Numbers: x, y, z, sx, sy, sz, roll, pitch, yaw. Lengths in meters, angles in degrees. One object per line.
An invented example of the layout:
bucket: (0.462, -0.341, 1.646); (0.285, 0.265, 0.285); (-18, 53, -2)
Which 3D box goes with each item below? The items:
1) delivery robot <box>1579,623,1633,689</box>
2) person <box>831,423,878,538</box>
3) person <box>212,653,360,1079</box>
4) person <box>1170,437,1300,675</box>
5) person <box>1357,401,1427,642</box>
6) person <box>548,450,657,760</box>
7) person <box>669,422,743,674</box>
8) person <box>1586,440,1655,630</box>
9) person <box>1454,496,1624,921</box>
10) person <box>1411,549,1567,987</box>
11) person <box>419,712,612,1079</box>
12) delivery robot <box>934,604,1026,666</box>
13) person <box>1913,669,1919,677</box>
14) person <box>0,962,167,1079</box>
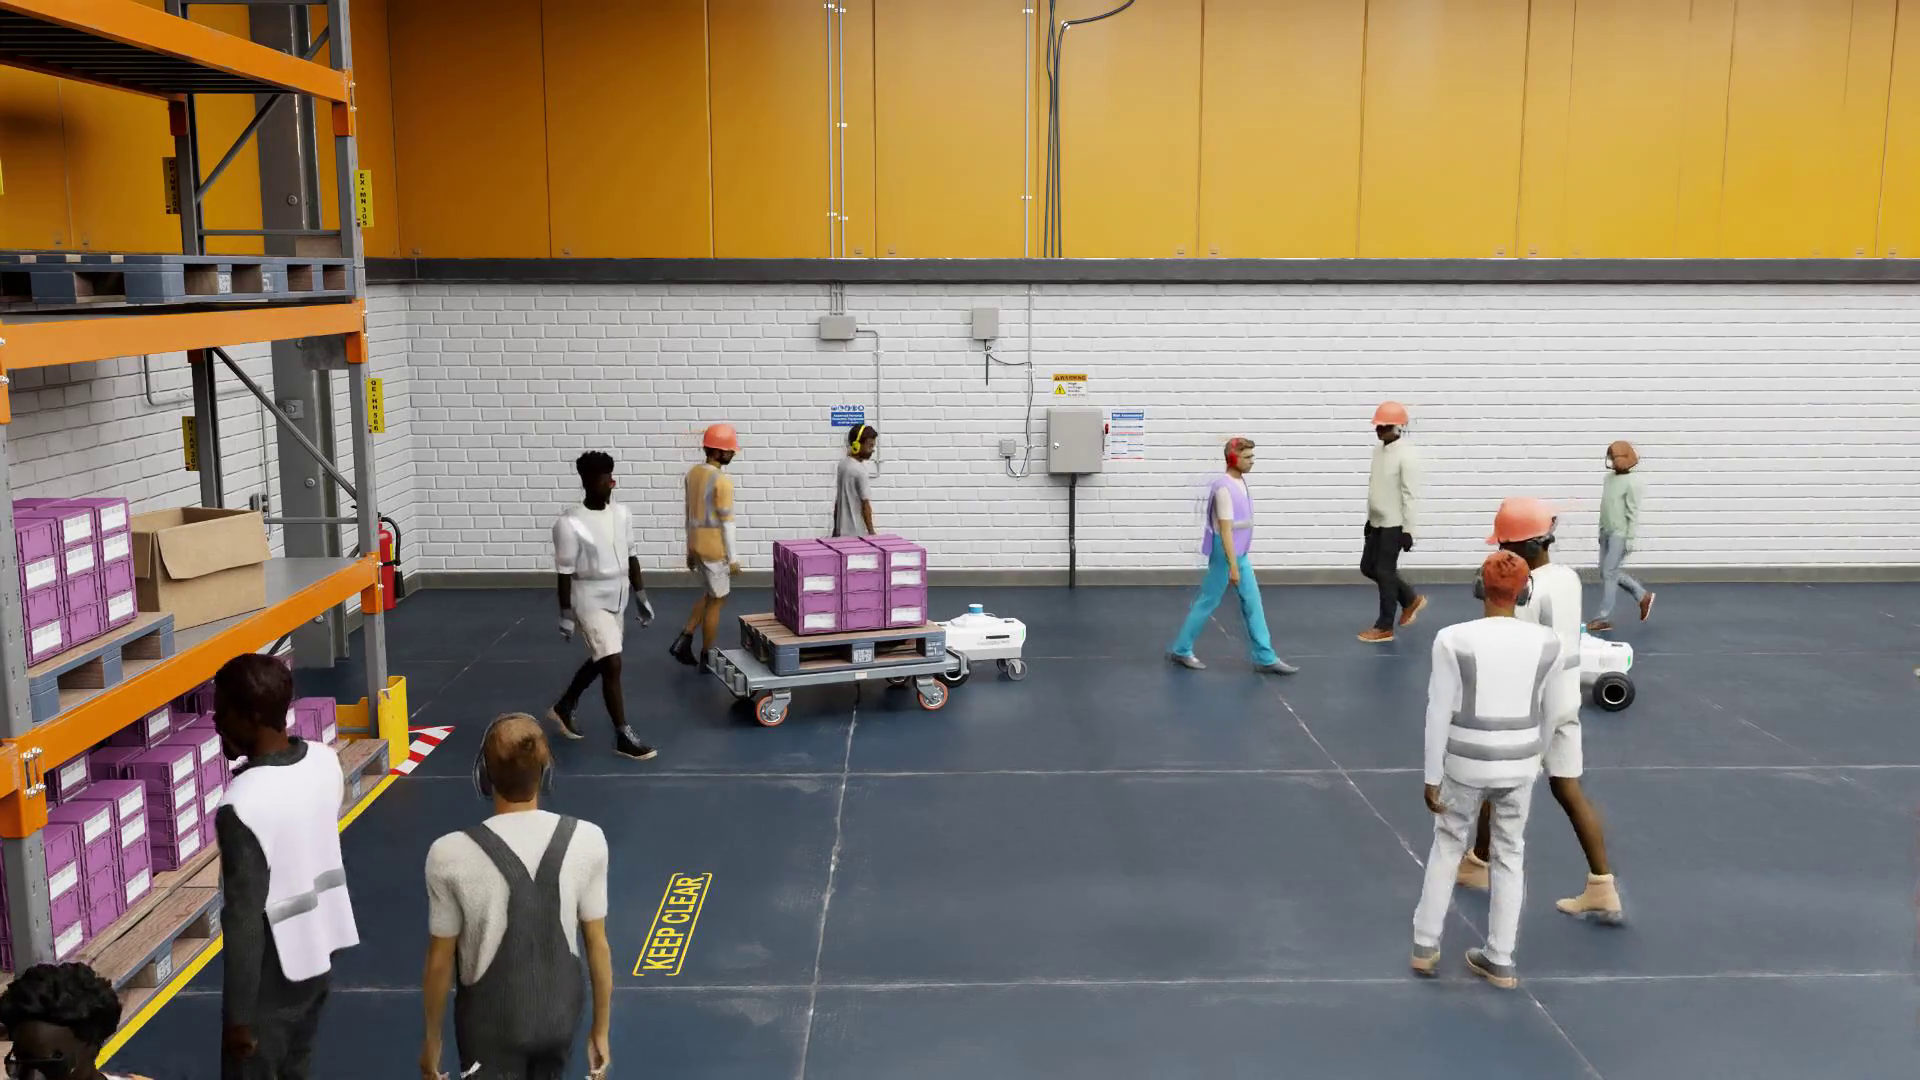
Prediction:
delivery robot: (4.310, 0.824, 11.629); (0.707, 0.478, 0.477); (2, 9, 15)
person: (-0.903, -0.033, 13.351); (0.845, 1.825, 0.547); (-4, 10, -21)
person: (-2.056, 1.273, 5.029); (0.543, 1.913, 0.611); (1, 9, 6)
person: (2.026, 0.124, 12.439); (0.986, 1.797, 0.589); (5, 10, 26)
person: (3.543, -0.150, 13.526); (0.564, 1.979, 0.631); (-2, 9, -12)
person: (-2.298, 0.377, 10.472); (0.953, 1.931, 0.625); (5, 11, 29)
person: (-1.836, 0.074, 12.357); (0.453, 1.914, 0.542); (-7, 11, -35)
person: (5.555, -0.039, 13.949); (0.617, 1.613, 0.511); (-1, 9, -6)
person: (2.734, 0.789, 7.832); (0.597, 1.991, 0.986); (-8, 12, -39)
person: (2.221, 0.957, 7.061); (0.596, 1.875, 0.500); (0, 9, 2)
person: (-1.208, 1.382, 4.664); (0.516, 1.815, 0.889); (-6, 11, -34)
delivery robot: (0.118, 0.717, 12.282); (0.707, 0.478, 0.477); (-2, 9, -15)
person: (7.620, 0.176, 12.129); (0.952, 1.798, 0.629); (1, 9, 4)
person: (-1.800, 1.663, 3.411); (0.548, 1.646, 0.880); (-1, 9, -6)
